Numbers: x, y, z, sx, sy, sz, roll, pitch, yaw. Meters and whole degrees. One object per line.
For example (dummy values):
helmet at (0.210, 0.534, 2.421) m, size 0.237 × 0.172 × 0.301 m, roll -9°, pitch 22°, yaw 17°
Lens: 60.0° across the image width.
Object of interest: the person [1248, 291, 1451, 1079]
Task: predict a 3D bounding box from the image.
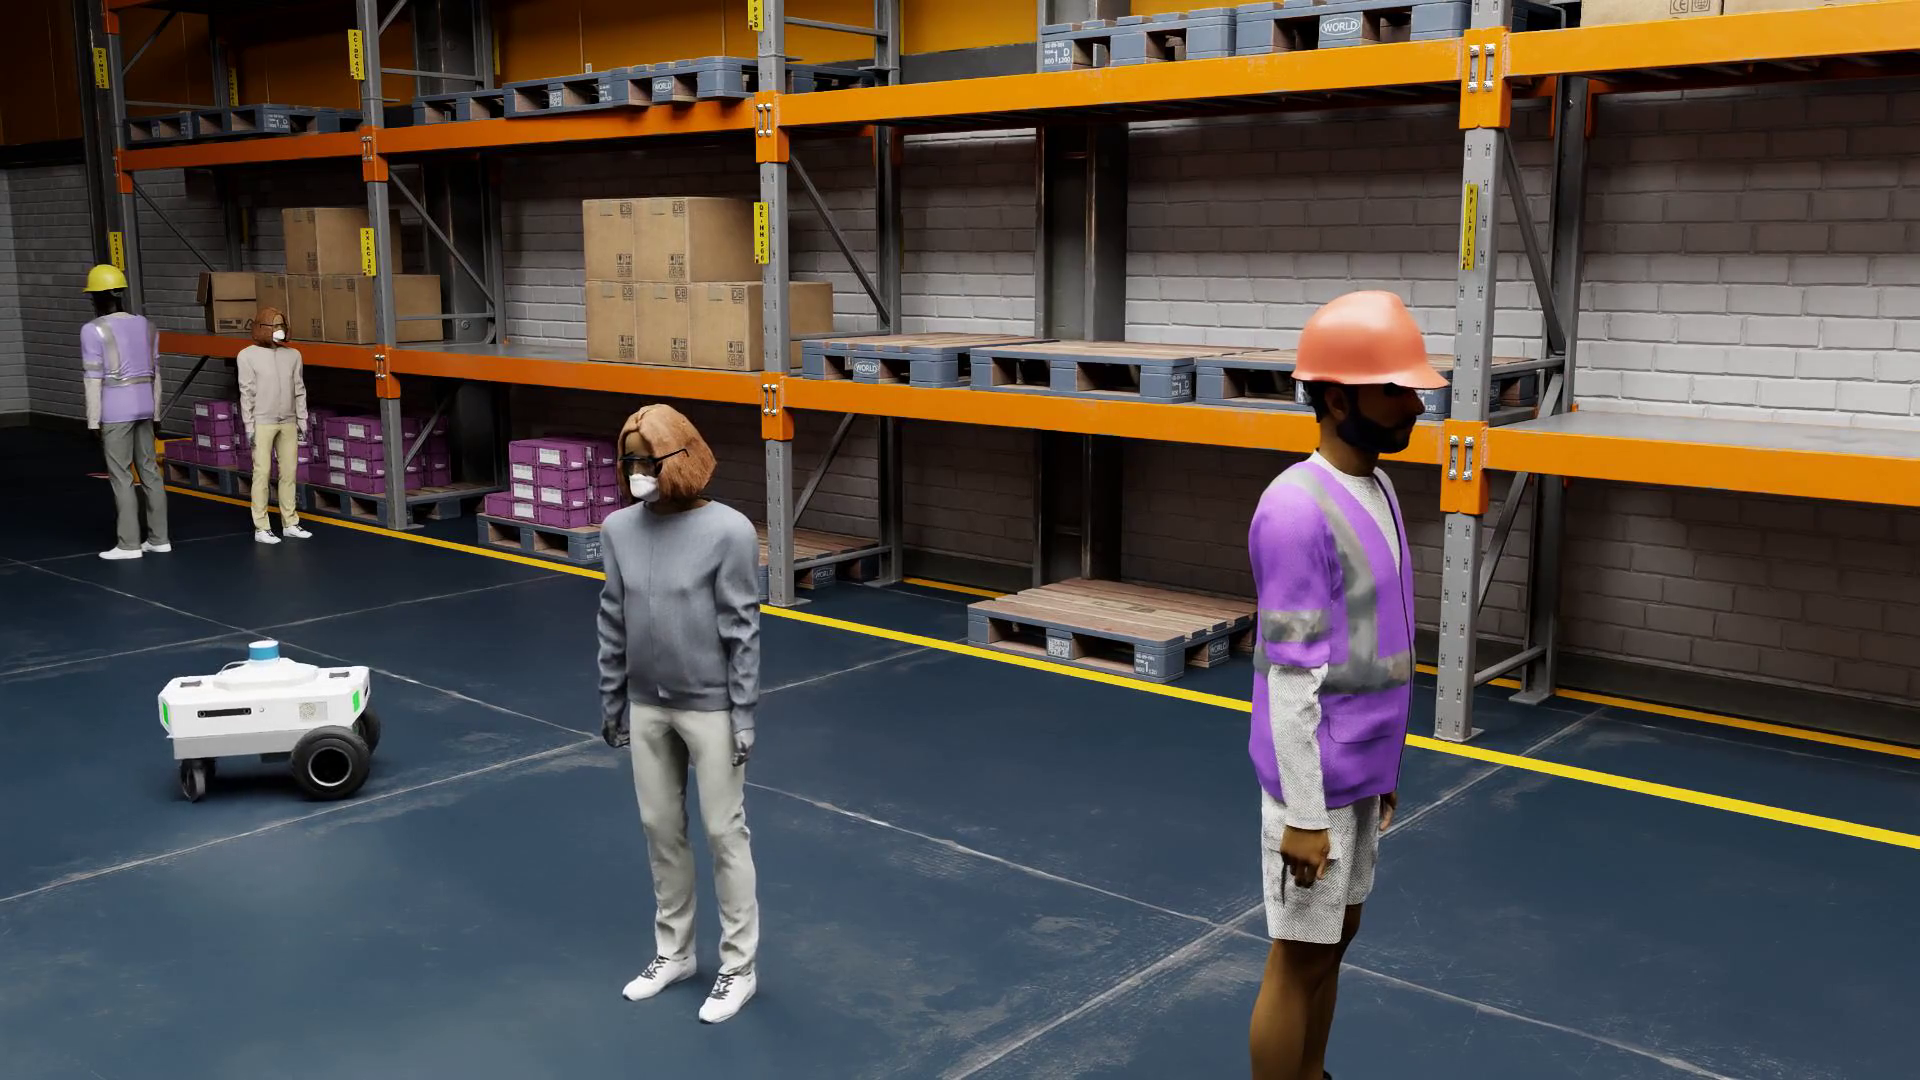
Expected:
person at (0.788, 0.465, 3.427) m, size 0.362 × 1.938 × 0.545 m, roll 5°, pitch 11°, yaw 28°

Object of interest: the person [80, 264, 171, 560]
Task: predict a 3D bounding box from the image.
person at (-5.470, -0.829, 10.862) m, size 0.401 × 1.918 × 0.584 m, roll 3°, pitch 11°, yaw 19°

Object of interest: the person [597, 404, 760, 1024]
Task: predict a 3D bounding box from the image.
person at (-0.750, 0.450, 4.407) m, size 0.504 × 1.622 × 0.297 m, roll 5°, pitch 11°, yaw 25°

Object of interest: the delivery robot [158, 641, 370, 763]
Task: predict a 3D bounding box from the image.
delivery robot at (-2.587, 0.620, 6.209) m, size 0.707 × 0.478 × 0.477 m, roll -3°, pitch 10°, yaw -15°

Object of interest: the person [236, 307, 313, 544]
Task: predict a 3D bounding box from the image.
person at (-4.720, -0.790, 11.468) m, size 0.282 × 1.625 × 0.492 m, roll 7°, pitch 12°, yaw 35°
